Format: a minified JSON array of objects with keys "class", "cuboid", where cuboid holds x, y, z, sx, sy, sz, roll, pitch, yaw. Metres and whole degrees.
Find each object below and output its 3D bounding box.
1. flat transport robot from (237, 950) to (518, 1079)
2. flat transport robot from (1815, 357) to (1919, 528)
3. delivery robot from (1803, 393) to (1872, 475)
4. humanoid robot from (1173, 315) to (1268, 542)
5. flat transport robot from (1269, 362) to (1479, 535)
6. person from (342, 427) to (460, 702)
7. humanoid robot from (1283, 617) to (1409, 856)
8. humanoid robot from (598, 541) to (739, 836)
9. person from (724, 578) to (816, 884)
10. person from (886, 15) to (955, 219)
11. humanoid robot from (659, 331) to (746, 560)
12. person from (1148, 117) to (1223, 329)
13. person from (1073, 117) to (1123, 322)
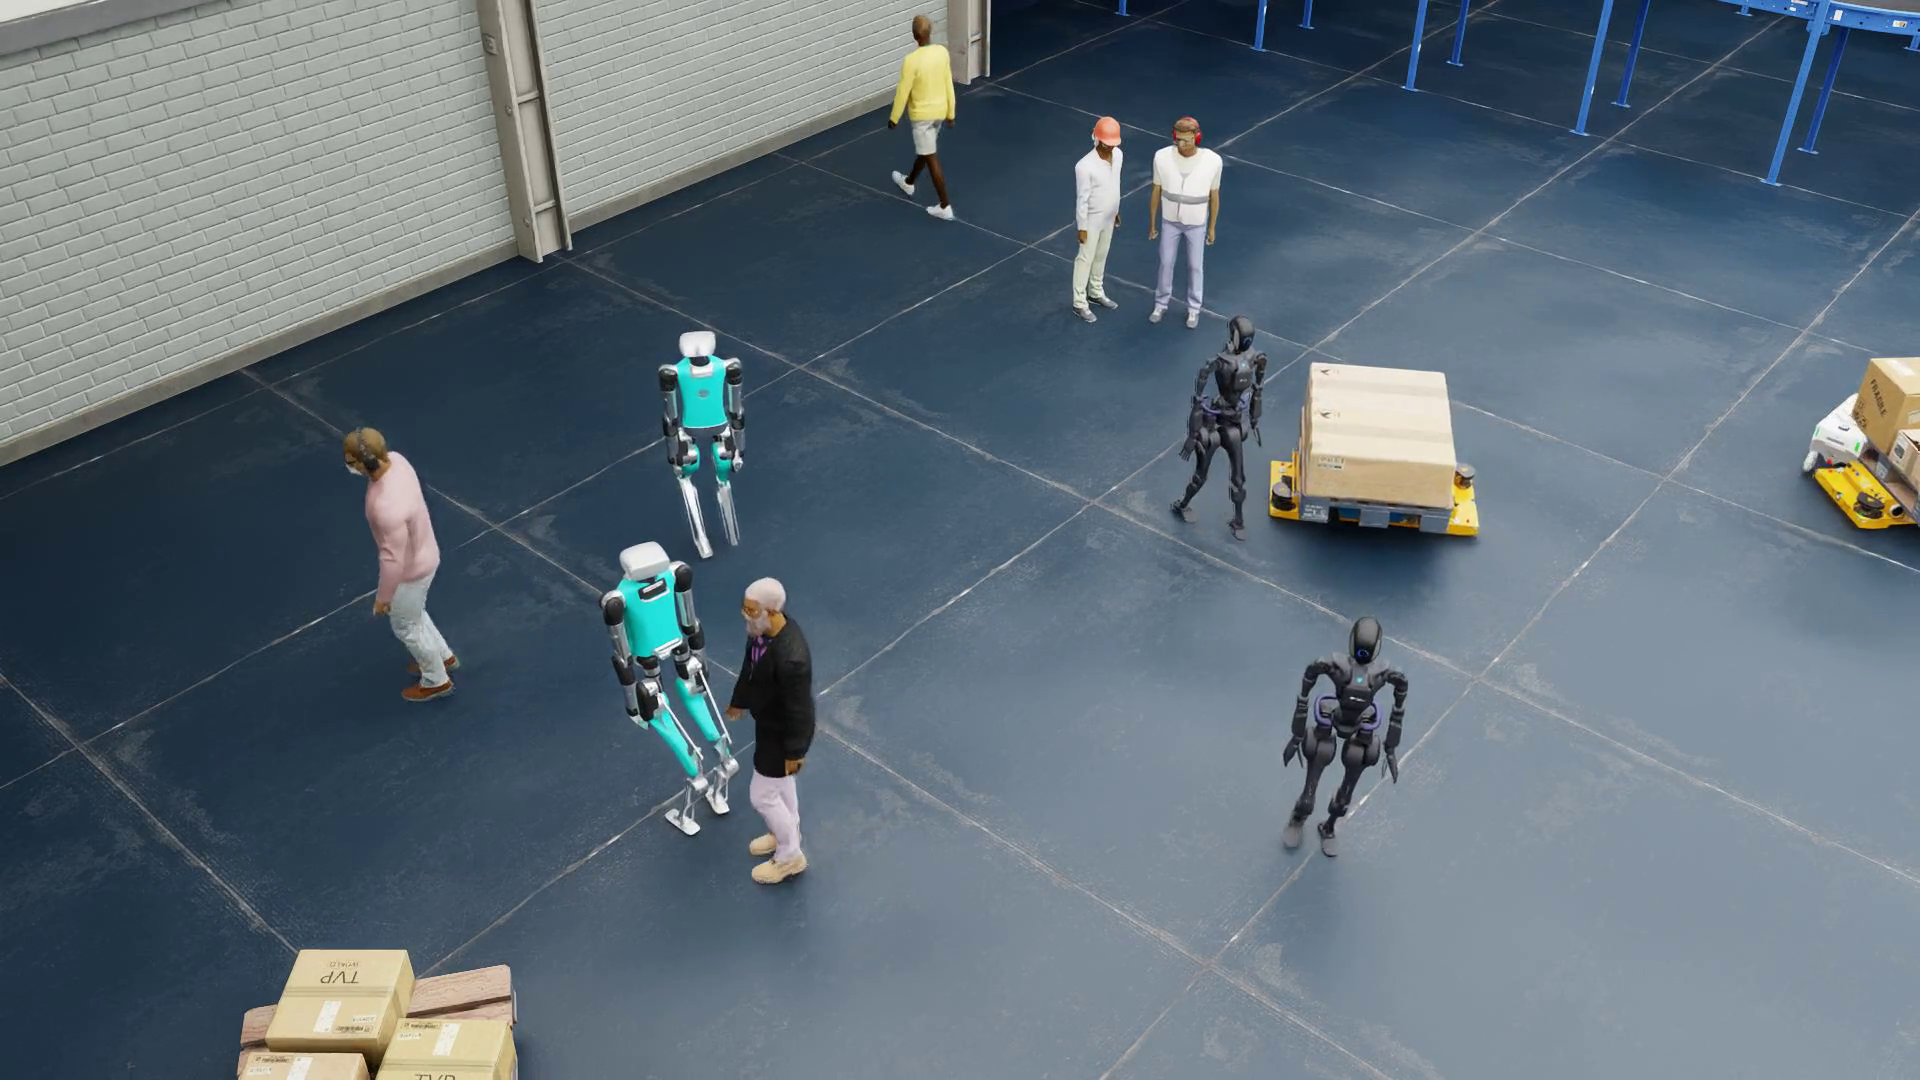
[{"class":"flat transport robot","cuboid":[-2.620,2.665,7.646,0.659,0.231,1.431,-8,36,-11]},{"class":"flat transport robot","cuboid":[6.980,-0.359,11.891,1.431,0.231,0.659,-2,36,-3]},{"class":"delivery robot","cuboid":[6.568,-0.791,12.238,0.769,0.580,0.499,-29,45,-34]},{"class":"humanoid robot","cuboid":[1.776,-0.771,11.290,0.607,1.642,0.595,-16,38,-21]},{"class":"flat transport robot","cuboid":[2.942,-0.344,11.871,1.431,0.231,0.659,5,36,8]},{"class":"person","cuboid":[-3.256,0.166,9.734,0.426,1.921,0.658,-9,37,-13]},{"class":"humanoid robot","cuboid":[2.019,1.034,8.729,0.601,1.644,0.365,6,36,8]},{"class":"humanoid robot","cuboid":[-1.472,0.861,8.870,0.532,1.728,0.728,-27,44,-33]},{"class":"person","cuboid":[-0.993,0.976,8.659,0.515,1.840,0.564,-11,37,-15]},{"class":"person","cuboid":[-0.376,-4.011,15.653,0.569,1.847,0.993,-29,45,-34]},{"class":"humanoid robot","cuboid":[-1.695,-0.646,11.059,0.538,1.822,0.691,-8,36,-11]},{"class":"person","cuboid":[1.844,-2.625,13.736,0.563,1.830,0.419,11,37,15]},{"class":"person","cuboid":[1.176,-2.699,13.898,0.336,1.748,0.562,26,43,32]}]
